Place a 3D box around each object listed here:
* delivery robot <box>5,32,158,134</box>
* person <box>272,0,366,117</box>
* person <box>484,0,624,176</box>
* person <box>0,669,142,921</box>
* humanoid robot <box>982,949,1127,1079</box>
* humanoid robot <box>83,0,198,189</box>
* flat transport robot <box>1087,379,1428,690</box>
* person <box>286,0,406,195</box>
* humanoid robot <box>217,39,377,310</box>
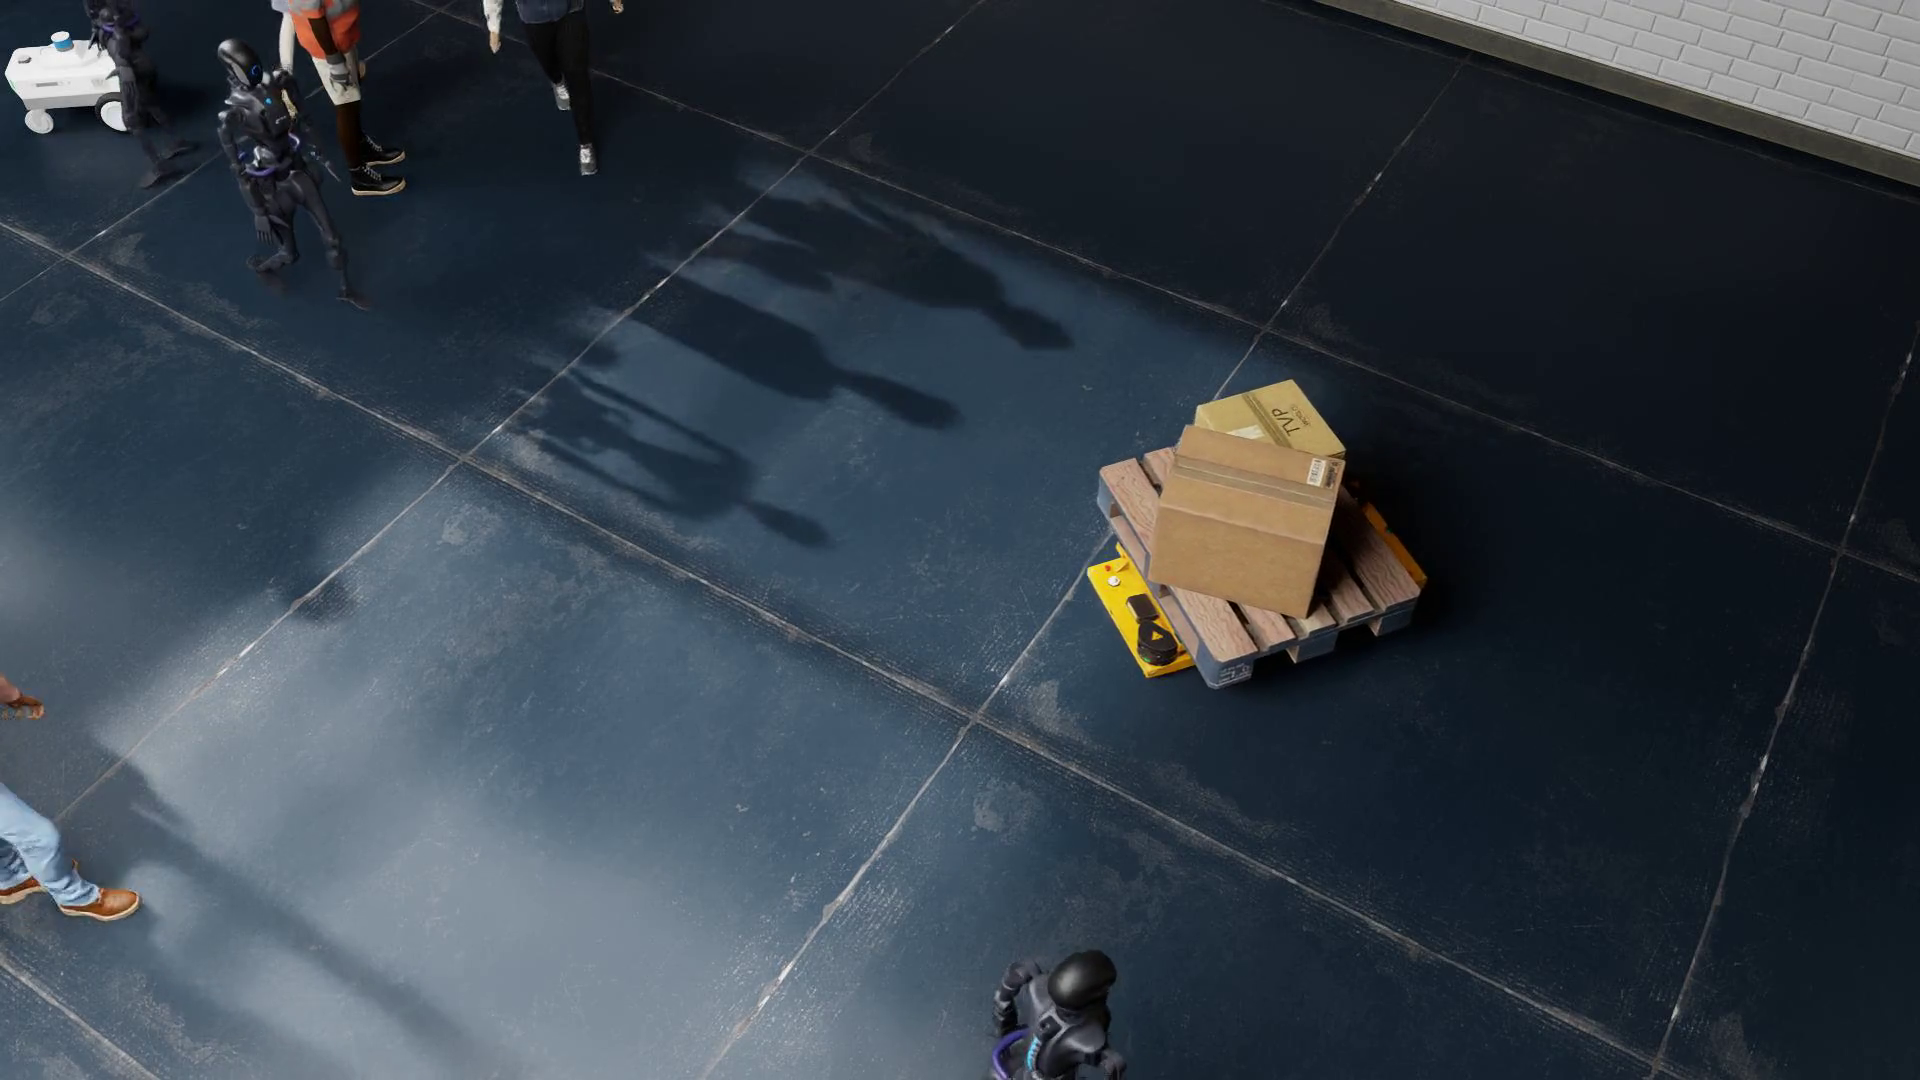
[{"bbox_3d":[-5.301,-2.781,10.069,0.811,0.613,0.499,-6,49,-5],"label":"delivery robot"},{"bbox_3d":[-3.914,-3.350,9.698,0.520,1.858,0.750,2,49,2],"label":"person"},{"bbox_3d":[-2.333,-3.061,9.539,0.791,1.703,0.950,-10,50,-9],"label":"person"},{"bbox_3d":[-3.554,0.793,5.997,0.707,1.953,0.655,-11,50,-9],"label":"person"},{"bbox_3d":[0.242,1.769,5.333,0.398,1.639,0.607,-34,57,-26],"label":"humanoid robot"},{"bbox_3d":[-4.742,-2.800,9.328,0.428,1.647,0.600,-31,55,-24],"label":"humanoid robot"},{"bbox_3d":[1.375,0.147,7.687,1.431,0.231,0.659,-17,51,-14],"label":"flat transport robot"},{"bbox_3d":[-3.443,-2.793,9.140,0.374,1.958,0.605,-11,50,-9],"label":"person"},{"bbox_3d":[-3.523,-1.883,8.546,0.692,1.632,0.586,20,52,17],"label":"humanoid robot"}]
